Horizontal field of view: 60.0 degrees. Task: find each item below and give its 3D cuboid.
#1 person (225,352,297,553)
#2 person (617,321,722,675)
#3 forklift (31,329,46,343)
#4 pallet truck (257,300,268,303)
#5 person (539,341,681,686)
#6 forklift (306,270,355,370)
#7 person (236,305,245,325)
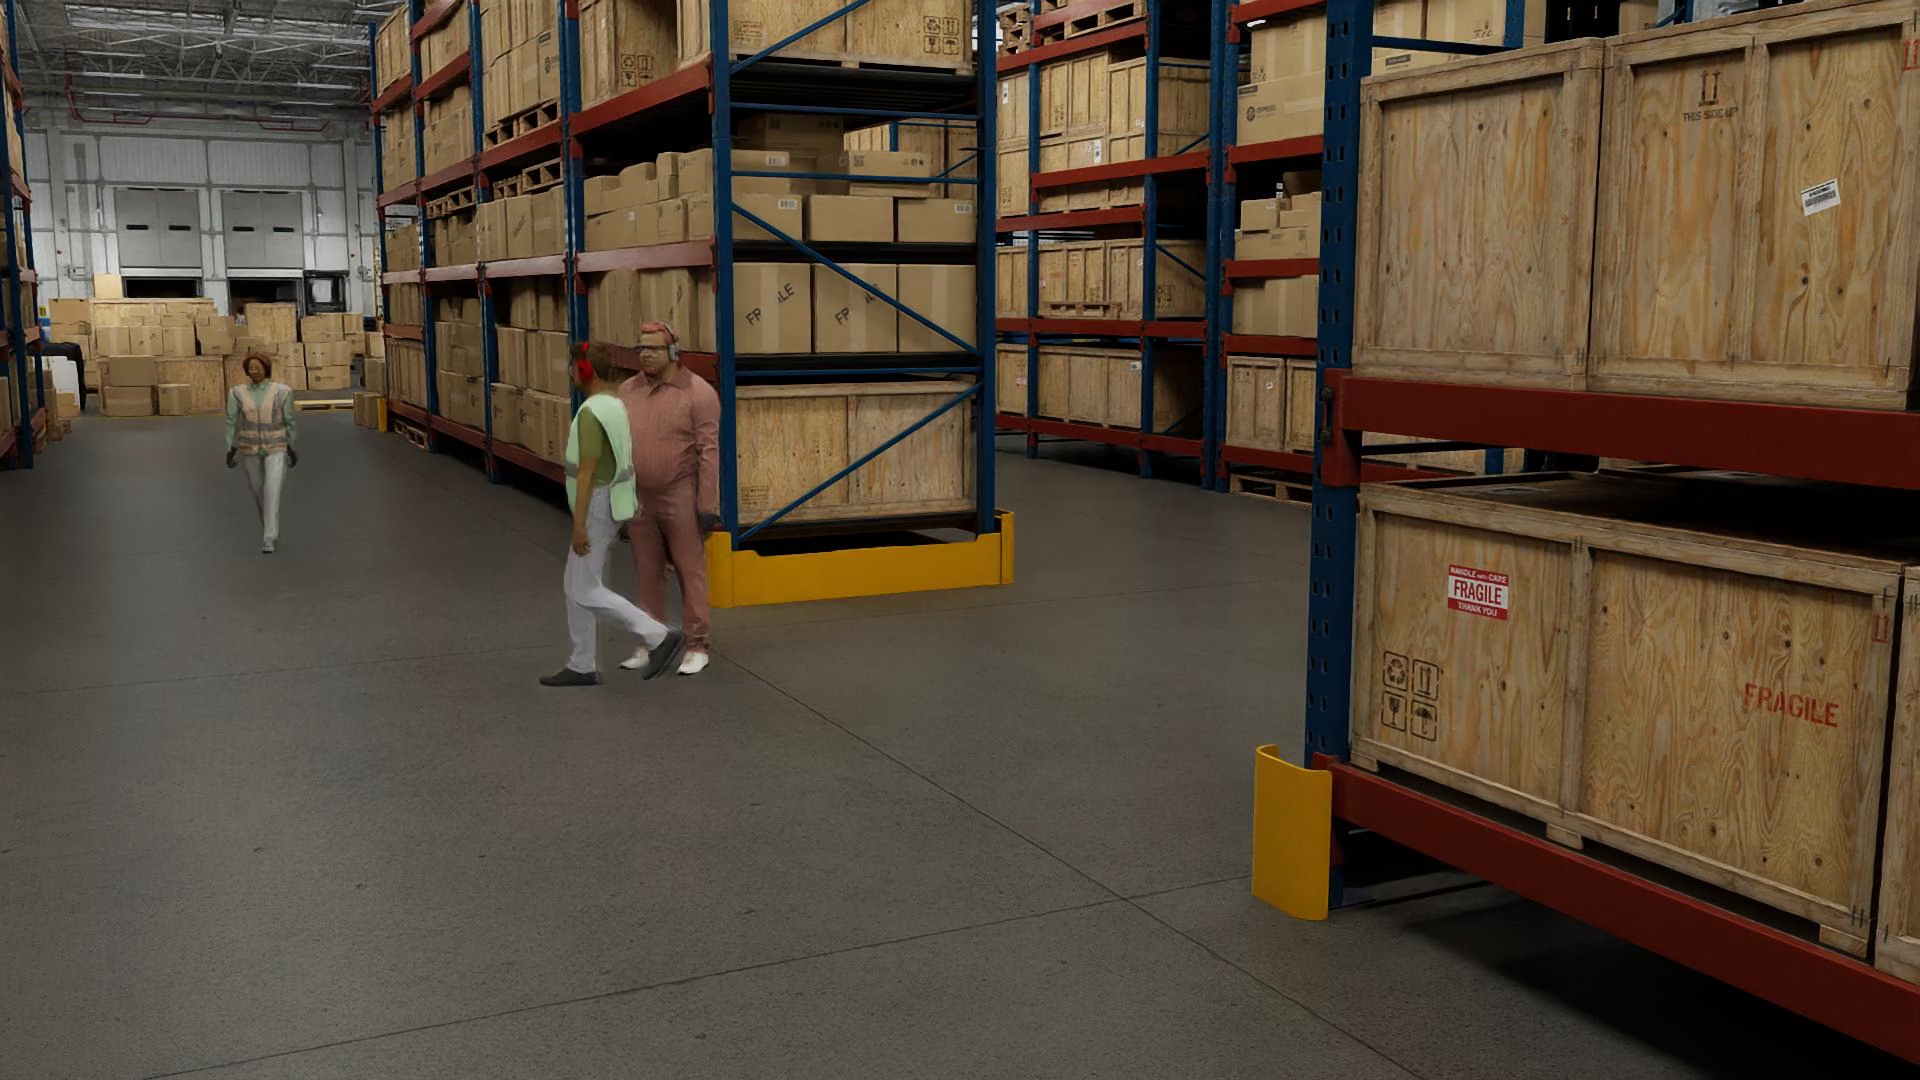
[{"bbox_3d":[-5.661,-0.730,13.507,0.528,1.603,0.830,-2,8,-11],"label":"person"},{"bbox_3d":[-1.599,-0.226,8.997,0.659,1.909,0.404,3,9,21],"label":"person"},{"bbox_3d":[-28.971,-6.828,51.173,1.129,2.768,1.873,-7,11,-41],"label":"forklift"},{"bbox_3d":[-23.913,-7.404,58.171,1.885,1.965,0.823,-1,8,-9],"label":"pallet truck"},{"bbox_3d":[-1.847,-0.119,8.574,0.682,1.806,0.591,-1,8,-4],"label":"person"},{"bbox_3d":[-17.916,-6.195,46.810,1.129,2.768,1.873,-5,10,-33],"label":"forklift"},{"bbox_3d":[-23.255,-6.691,53.867,0.583,1.824,1.014,5,9,29],"label":"person"}]
